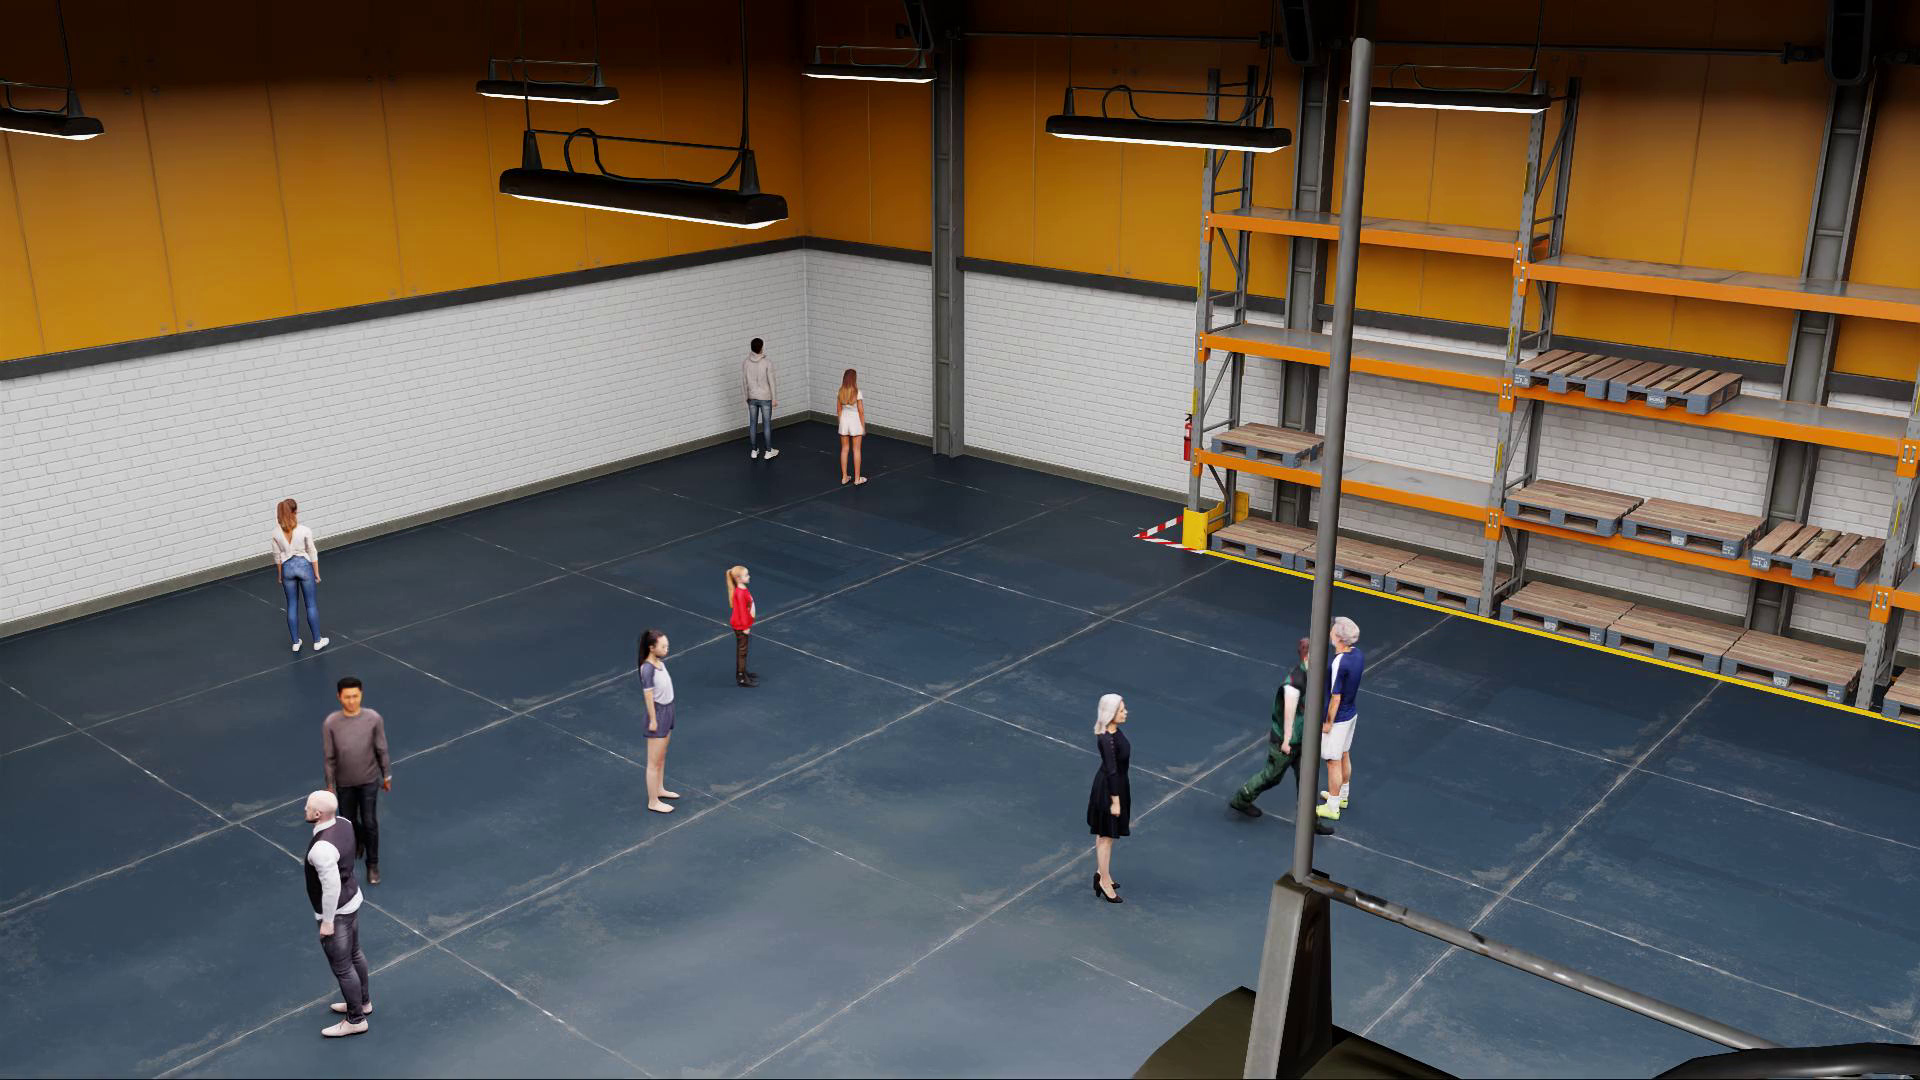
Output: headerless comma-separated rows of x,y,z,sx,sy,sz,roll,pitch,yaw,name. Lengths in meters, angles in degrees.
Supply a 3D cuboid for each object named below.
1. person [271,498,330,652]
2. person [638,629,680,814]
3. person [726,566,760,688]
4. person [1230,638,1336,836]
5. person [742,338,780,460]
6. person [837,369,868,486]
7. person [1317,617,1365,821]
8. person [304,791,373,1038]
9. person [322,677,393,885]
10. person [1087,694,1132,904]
-7.212,0.373,18.112,0.682,1.720,0.741,-2,19,-5,person
-2.681,1.573,14.656,0.692,1.650,0.669,1,19,4,person
-2.265,0.877,17.301,0.647,1.280,0.581,-3,19,-9,person
2.736,1.662,14.179,1.196,1.786,0.742,10,21,27,person
-3.083,-2.181,25.486,0.682,1.852,0.817,4,19,12,person
-1.593,-1.656,24.175,0.569,1.695,0.690,8,20,21,person
3.302,1.529,14.490,0.597,1.839,0.661,11,22,30,person
-4.301,2.554,11.473,0.833,1.823,0.764,-2,19,-6,person
-4.886,1.908,13.497,0.863,1.756,0.938,-9,21,-26,person
1.194,2.022,13.171,0.740,1.747,0.698,1,19,2,person
